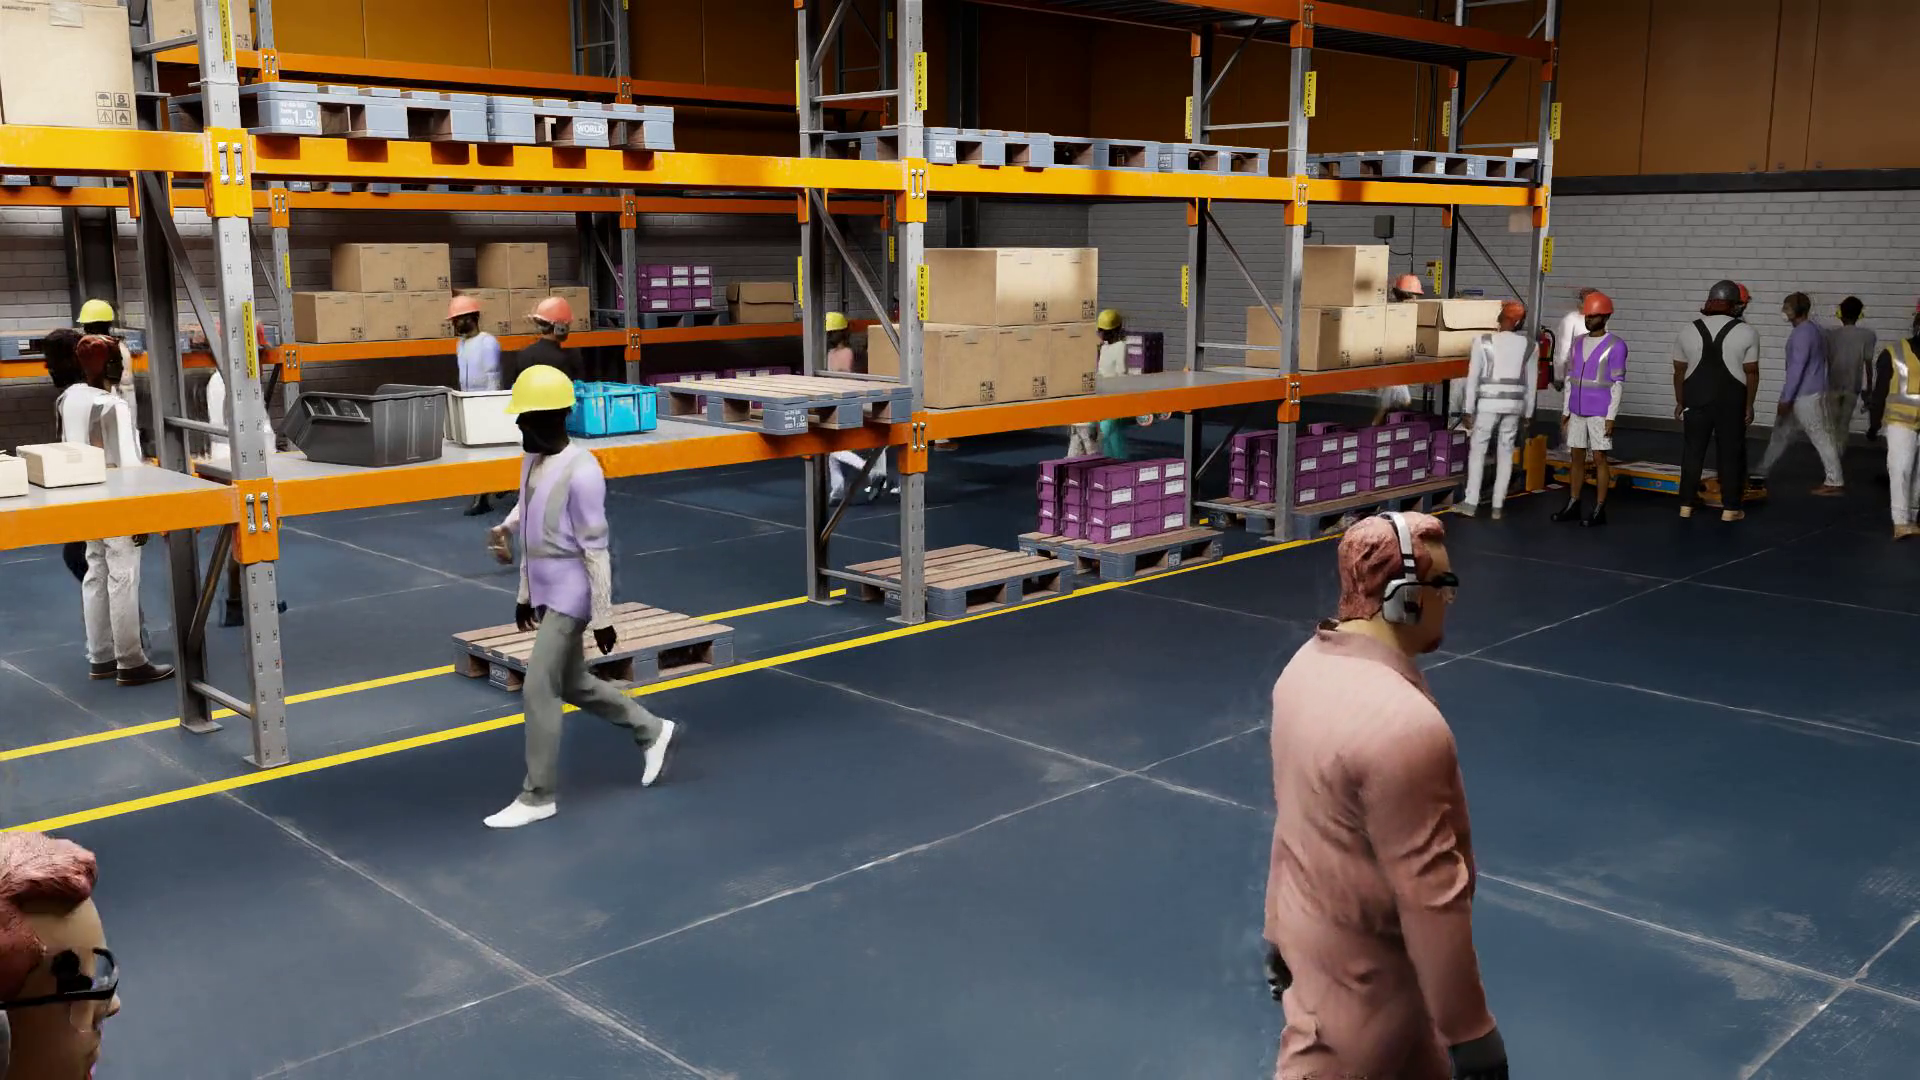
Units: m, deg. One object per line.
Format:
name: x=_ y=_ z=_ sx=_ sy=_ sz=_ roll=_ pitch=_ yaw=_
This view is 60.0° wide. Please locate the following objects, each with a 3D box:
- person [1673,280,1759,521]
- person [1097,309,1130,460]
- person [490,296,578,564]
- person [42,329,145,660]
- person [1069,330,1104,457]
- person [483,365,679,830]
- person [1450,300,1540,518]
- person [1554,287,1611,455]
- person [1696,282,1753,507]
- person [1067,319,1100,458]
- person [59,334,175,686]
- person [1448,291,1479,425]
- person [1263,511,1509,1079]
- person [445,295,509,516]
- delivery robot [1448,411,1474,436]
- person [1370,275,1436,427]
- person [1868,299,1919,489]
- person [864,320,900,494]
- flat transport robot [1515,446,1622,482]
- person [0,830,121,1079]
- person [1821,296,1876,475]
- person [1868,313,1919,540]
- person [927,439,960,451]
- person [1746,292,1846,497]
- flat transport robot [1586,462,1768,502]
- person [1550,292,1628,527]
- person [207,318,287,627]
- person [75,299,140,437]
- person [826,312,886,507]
person: x=6.439 y=-1.193 z=14.152 sx=0.673 sy=2.000 sz=0.536 roll=8 pitch=13 yaw=38
person: x=1.362 y=-1.254 z=15.302 sx=0.532 sy=1.726 sz=0.549 roll=-2 pitch=11 yaw=-12
person: x=-2.980 y=-0.750 z=11.916 sx=0.709 sy=1.977 sz=0.634 roll=-10 pitch=14 yaw=-43
person: x=-4.876 y=-0.233 z=9.320 sx=0.491 sy=1.893 sz=0.602 roll=-3 pitch=11 yaw=-14
person: x=1.025 y=-1.002 z=14.255 sx=0.565 sy=1.619 sz=0.529 roll=-4 pitch=11 yaw=-21
person: x=-1.580 y=0.210 z=6.889 sx=0.838 sy=1.894 sz=0.586 roll=-7 pitch=12 yaw=-33
person: x=4.604 y=-1.107 z=14.189 sx=0.642 sy=1.854 sz=0.440 roll=1 pitch=10 yaw=4
person: x=6.728 y=-1.752 z=17.719 sx=0.774 sy=1.854 sz=0.897 roll=-7 pitch=12 yaw=-32
person: x=6.833 y=-1.288 z=14.793 sx=0.401 sy=1.991 sz=0.620 roll=1 pitch=10 yaw=7
person: x=1.211 y=-1.400 z=16.401 sx=0.423 sy=1.621 sz=0.531 roll=-7 pitch=12 yaw=-33
person: x=-4.558 y=-0.158 z=8.933 sx=0.586 sy=1.882 sz=0.343 roll=7 pitch=12 yaw=33
person: x=5.574 y=-1.911 z=18.748 sx=0.899 sy=1.788 sz=0.686 roll=-4 pitch=11 yaw=-19
person: x=0.793 y=0.862 z=3.449 sx=0.986 sy=1.862 sz=0.651 roll=0 pitch=10 yaw=0
person: x=-4.098 y=-1.180 z=14.465 sx=0.562 sy=1.902 sz=0.685 roll=5 pitch=12 yaw=26
delivery robot: x=5.216 y=-1.114 z=17.519 sx=0.477 sy=0.478 sz=0.707 roll=-7 pitch=12 yaw=-34
person: x=4.584 y=-1.696 z=17.018 sx=1.073 sy=1.985 sz=0.627 roll=-1 pitch=10 yaw=-4
person: x=9.166 y=-1.385 z=15.679 sx=1.027 sy=1.866 sz=0.546 roll=-1 pitch=10 yaw=-6
person: x=-0.637 y=-1.222 z=15.435 sx=0.514 sy=1.618 sz=0.484 roll=10 pitch=14 yaw=43
flat transport robot: x=5.853 y=-0.768 z=16.662 sx=0.652 sy=0.197 sz=1.431 roll=-6 pitch=12 yaw=-29
person: x=-0.901 y=1.190 z=1.682 sx=0.997 sy=1.844 sz=0.667 roll=-6 pitch=12 yaw=-28
person: x=8.585 y=-1.459 z=16.187 sx=0.536 sy=1.832 sz=0.927 roll=3 pitch=11 yaw=14
person: x=7.610 y=-0.895 z=13.151 sx=0.656 sy=1.810 sz=0.814 roll=2 pitch=11 yaw=9
person: x=-0.251 y=-1.967 z=18.648 sx=0.362 sy=1.939 sz=0.636 roll=-7 pitch=12 yaw=-33
person: x=7.755 y=-1.344 z=15.417 sx=1.037 sy=1.874 sz=0.638 roll=5 pitch=12 yaw=27
flat transport robot: x=6.661 y=-0.553 z=15.486 sx=0.652 sy=0.197 sz=1.431 roll=-7 pitch=13 yaw=-34
person: x=5.234 y=-1.082 z=13.820 sx=0.351 sy=1.941 sz=0.545 roll=-6 pitch=12 yaw=-31
person: x=-4.370 y=-0.421 z=10.301 sx=0.590 sy=1.914 sz=0.551 roll=-9 pitch=14 yaw=-40
person: x=-6.971 y=-1.048 z=13.765 sx=0.586 sy=1.894 sz=0.887 roll=9 pitch=14 yaw=41
person: x=-0.997 y=-1.136 z=14.644 sx=0.520 sy=1.746 sz=0.525 roll=-4 pitch=11 yaw=-21
